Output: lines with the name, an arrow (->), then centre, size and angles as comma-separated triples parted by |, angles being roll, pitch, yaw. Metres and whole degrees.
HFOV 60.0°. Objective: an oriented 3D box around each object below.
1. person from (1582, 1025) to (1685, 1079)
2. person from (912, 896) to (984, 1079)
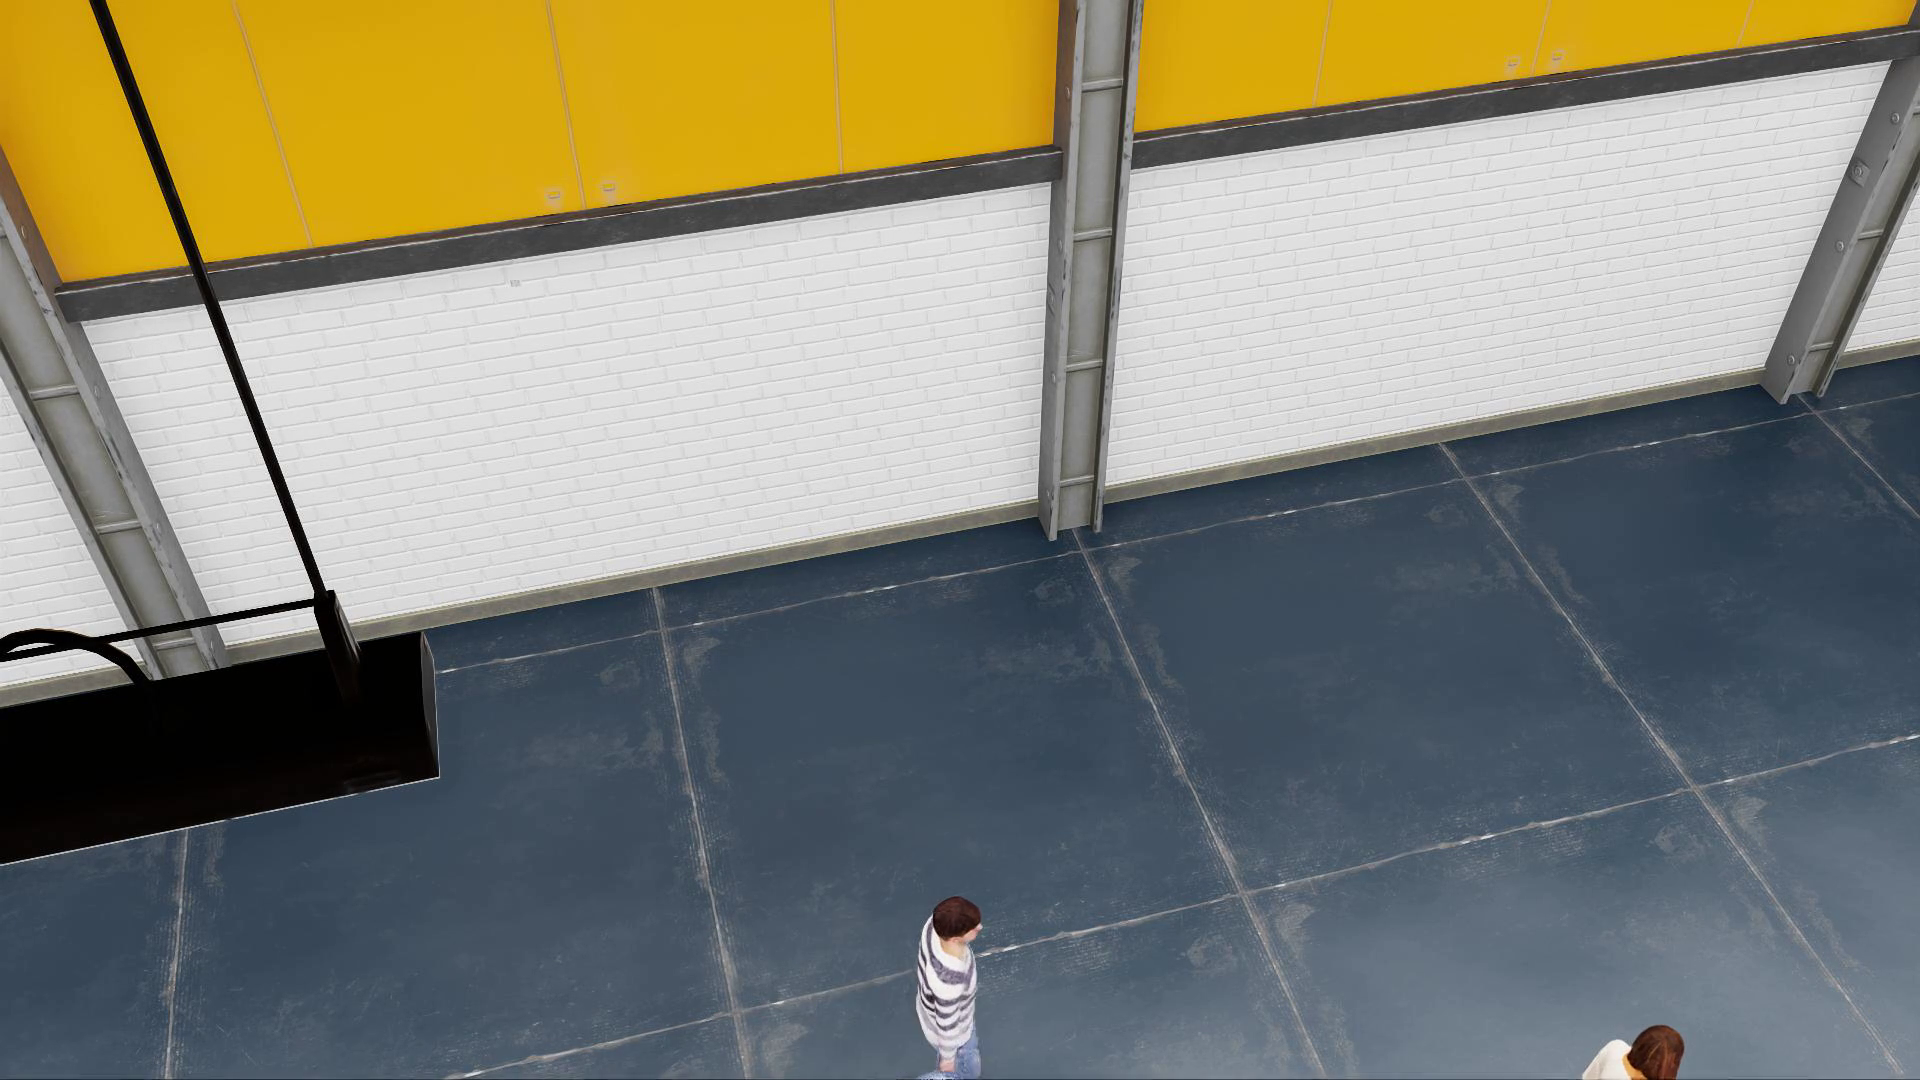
person -> 3.046, 2.770, 7.793 | 0.618, 1.680, 0.672 | -21, 47, -20
person -> -0.154, 2.332, 8.142 | 0.919, 1.832, 0.734 | -4, 44, -4
